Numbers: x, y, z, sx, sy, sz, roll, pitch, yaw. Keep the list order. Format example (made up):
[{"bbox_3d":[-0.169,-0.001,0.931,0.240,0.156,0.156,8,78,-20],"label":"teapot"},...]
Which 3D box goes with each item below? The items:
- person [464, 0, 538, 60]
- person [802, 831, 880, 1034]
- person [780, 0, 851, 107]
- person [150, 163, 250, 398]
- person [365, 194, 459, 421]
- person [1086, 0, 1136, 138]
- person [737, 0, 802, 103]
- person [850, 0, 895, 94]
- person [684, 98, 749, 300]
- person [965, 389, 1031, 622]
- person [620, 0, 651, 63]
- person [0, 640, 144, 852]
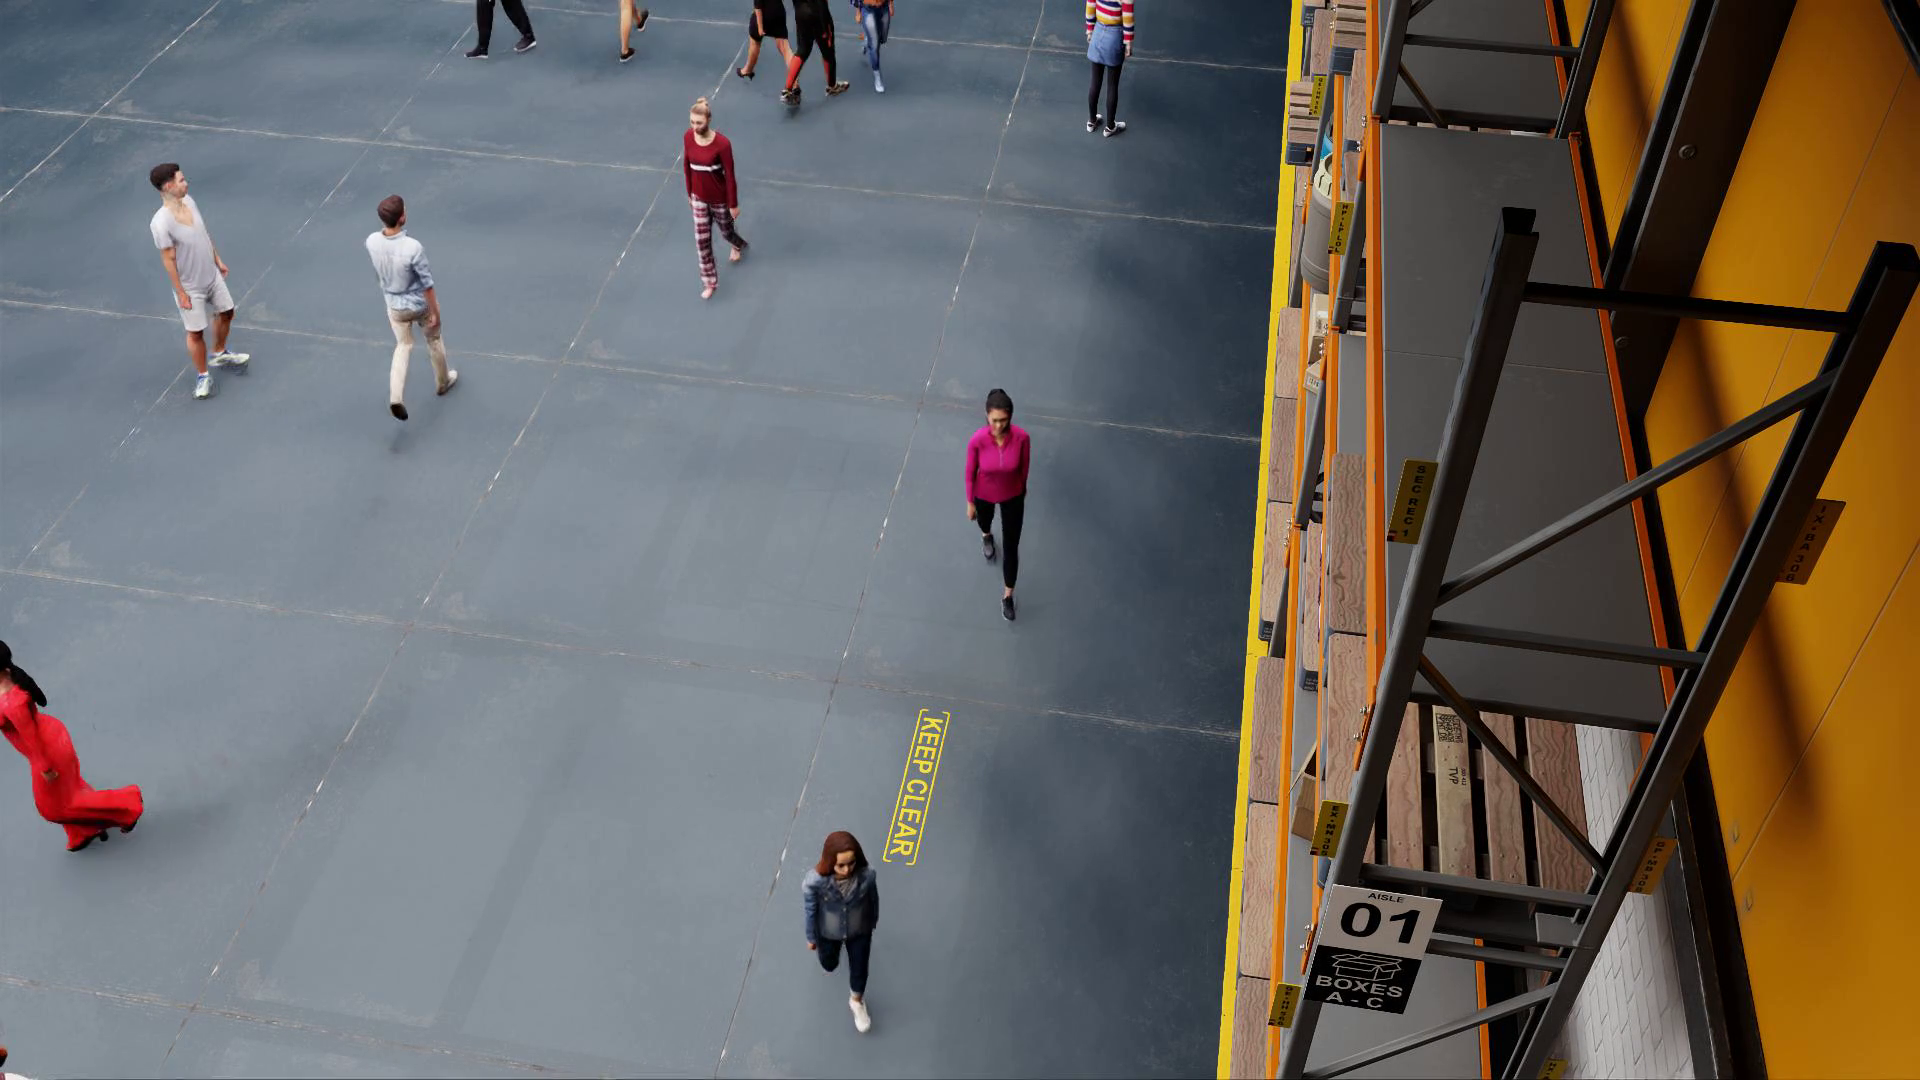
[{"bbox_3d":[-4.599,-5.727,16.839,0.934,1.708,1.115,31,52,29],"label":"person"},{"bbox_3d":[-0.641,2.004,8.902,0.744,1.461,0.918,-9,44,-9],"label":"person"},{"bbox_3d":[-1.485,-5.003,16.026,0.983,1.781,1.187,27,50,26],"label":"person"},{"bbox_3d":[-5.974,-2.017,12.859,0.974,1.826,0.529,20,47,19],"label":"person"},{"bbox_3d":[-4.198,-1.713,12.541,0.639,1.824,1.019,8,44,8],"label":"person"},{"bbox_3d":[1.389,-4.691,15.678,0.717,1.808,0.667,26,49,25],"label":"person"},{"bbox_3d":[-1.790,-5.025,16.165,0.992,1.621,1.090,30,51,28],"label":"person"},{"bbox_3d":[-0.866,-5.266,16.427,0.911,1.608,1.038,-15,46,-16],"label":"person"},{"bbox_3d":[-2.038,-2.900,13.906,0.691,1.660,1.027,10,45,11],"label":"person"},{"bbox_3d":[0.233,-0.367,11.262,0.773,1.648,1.191,-3,44,-3],"label":"person"},{"bbox_3d":[-3.452,-5.769,16.830,0.717,1.781,1.201,10,45,11],"label":"person"},{"bbox_3d":[-5.166,1.184,9.545,0.893,1.773,0.831,-28,50,-26],"label":"person"}]
